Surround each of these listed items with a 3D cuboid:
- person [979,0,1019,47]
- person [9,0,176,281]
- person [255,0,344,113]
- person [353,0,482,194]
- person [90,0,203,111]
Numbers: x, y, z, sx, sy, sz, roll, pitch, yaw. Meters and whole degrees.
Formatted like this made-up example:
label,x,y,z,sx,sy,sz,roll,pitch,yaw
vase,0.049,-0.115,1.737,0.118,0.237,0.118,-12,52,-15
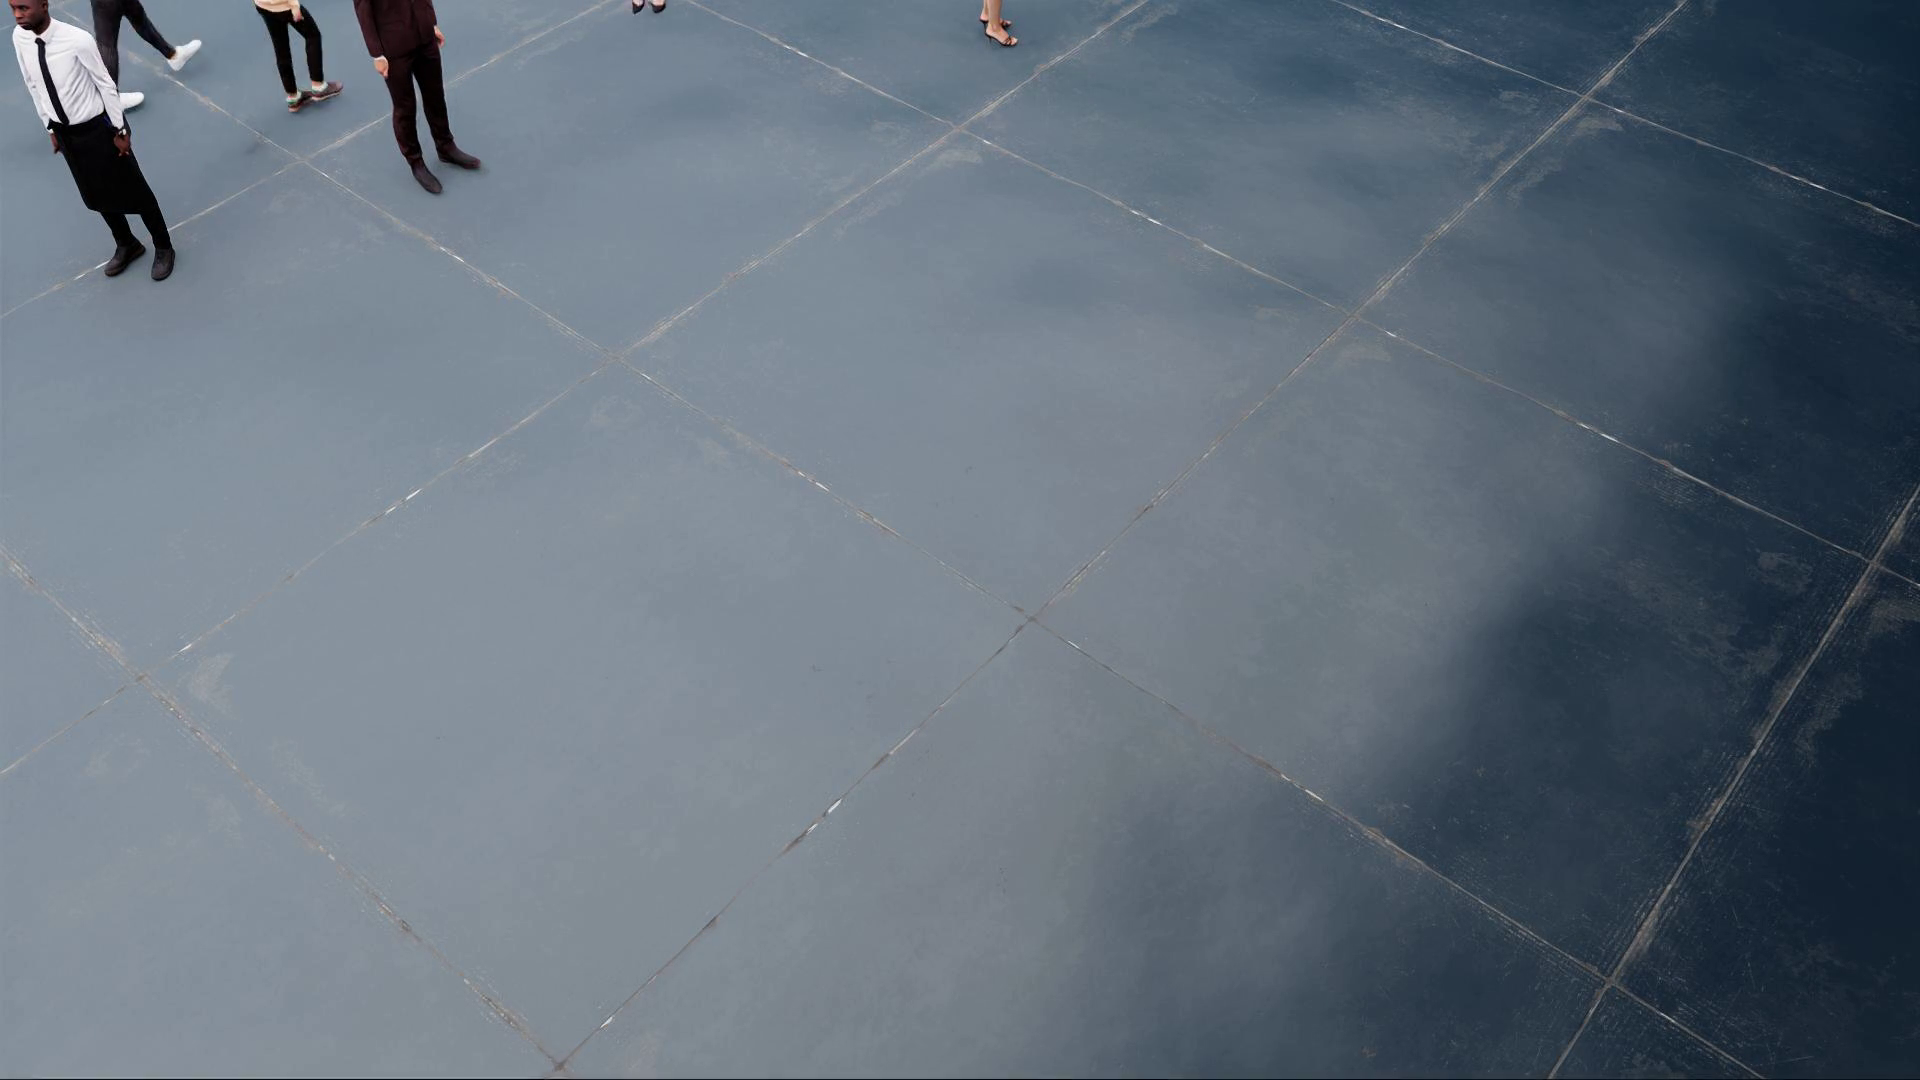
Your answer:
label,x,y,z,sx,sy,sz,roll,pitch,yaw
person,0.258,-4.167,11.109,0.721,1.747,0.664,-4,47,-4
person,-4.877,-2.300,9.322,0.718,1.837,0.724,5,47,5
person,-4.391,-3.398,10.590,0.628,1.466,0.654,20,50,18
person,-3.333,-3.010,9.959,0.740,1.865,0.544,29,53,24
person,-5.526,-3.477,10.536,0.647,1.651,1.037,35,56,28
